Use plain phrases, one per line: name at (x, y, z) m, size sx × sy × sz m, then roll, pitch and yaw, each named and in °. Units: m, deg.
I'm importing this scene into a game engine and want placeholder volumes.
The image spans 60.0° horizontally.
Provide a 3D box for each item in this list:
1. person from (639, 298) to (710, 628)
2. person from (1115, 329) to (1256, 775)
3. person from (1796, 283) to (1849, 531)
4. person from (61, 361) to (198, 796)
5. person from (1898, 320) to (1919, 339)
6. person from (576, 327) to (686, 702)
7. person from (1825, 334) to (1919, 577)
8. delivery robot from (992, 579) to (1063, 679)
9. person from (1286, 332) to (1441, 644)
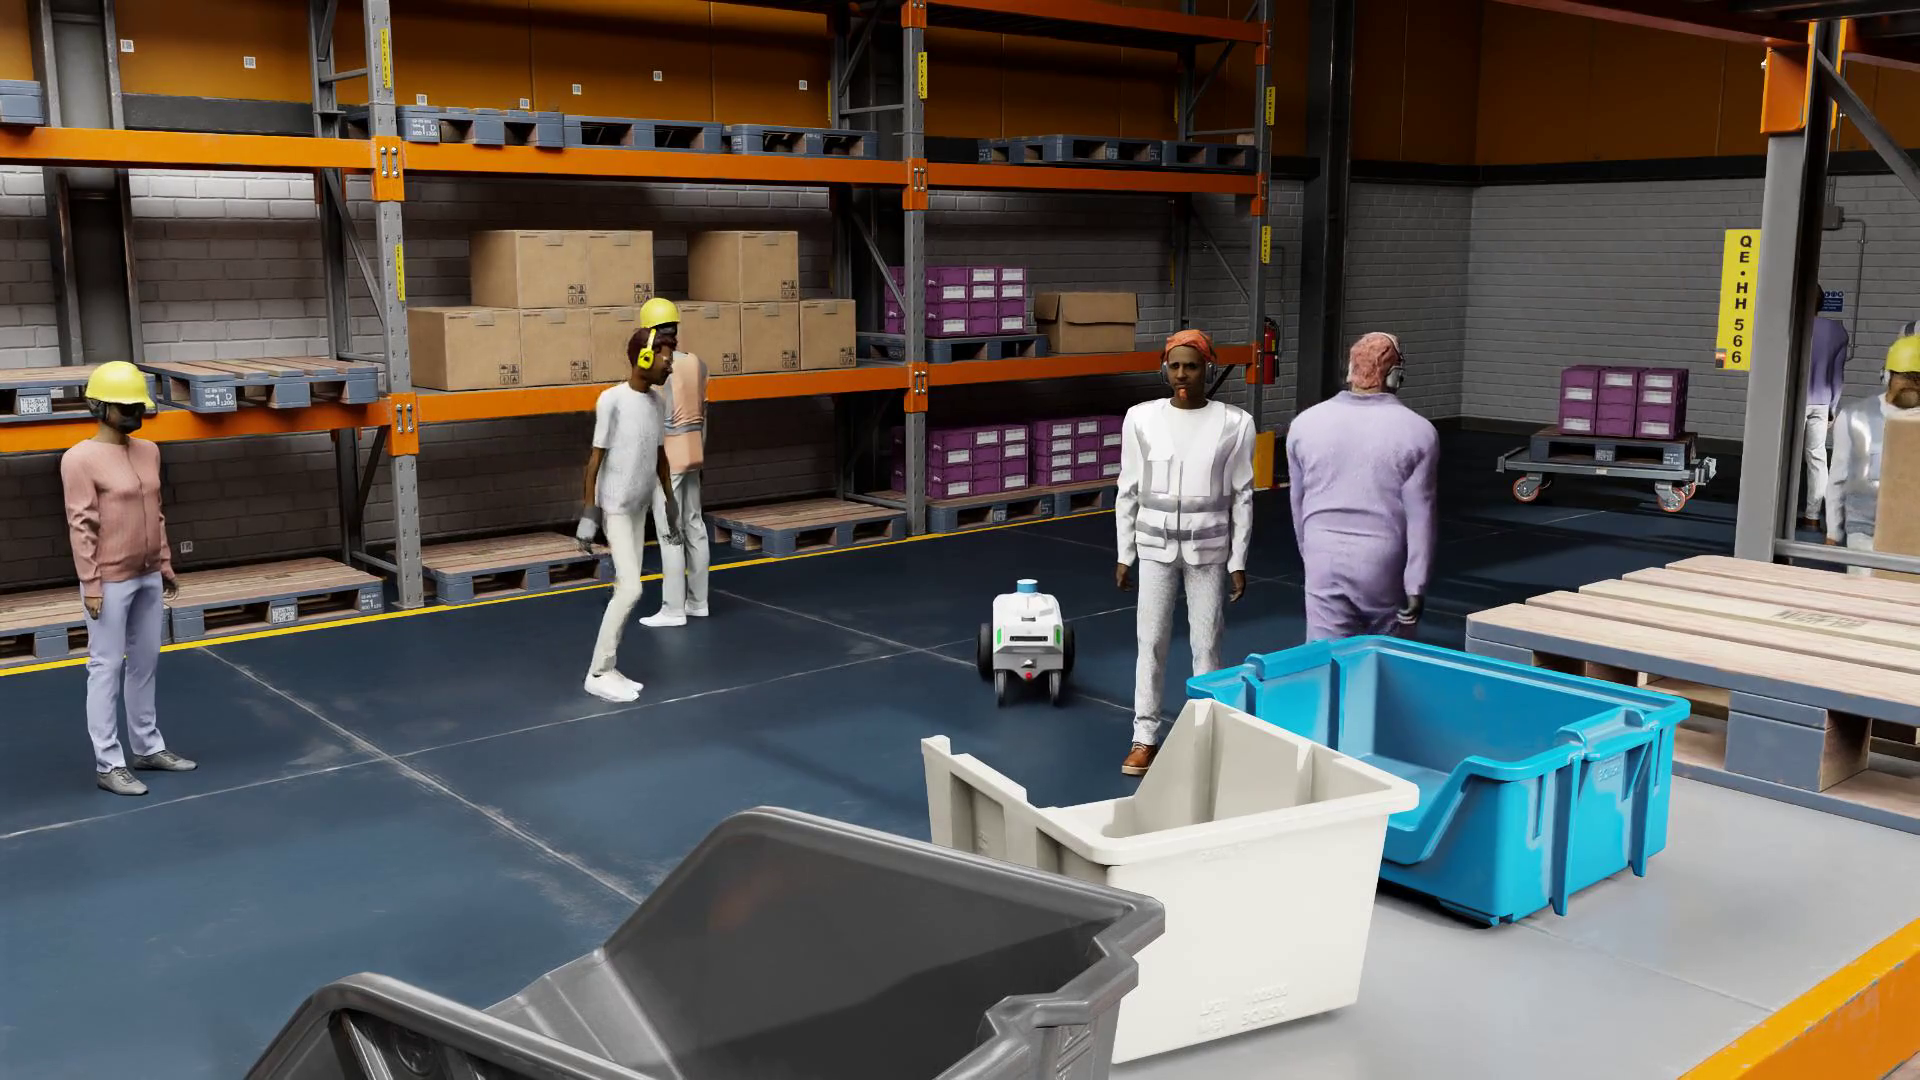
person at (-1.695, -0.443, 9.710) m, size 0.382 × 1.920 × 0.585 m, roll 6°, pitch 12°, yaw 28°
person at (0.930, 0.068, 6.954) m, size 0.576 × 1.882 × 0.355 m, roll 3°, pitch 10°, yaw 15°
person at (6.528, -1.024, 12.912) m, size 0.627 × 1.941 × 0.370 m, roll -1°, pitch 10°, yaw -8°
person at (-3.414, 0.150, 6.830) m, size 0.316 × 1.765 × 0.523 m, roll 2°, pitch 10°, yaw 11°
person at (8.129, -1.206, 13.934) m, size 0.543 × 1.938 × 0.357 m, roll 8°, pitch 13°, yaw 39°
person at (-1.648, -0.131, 8.229) m, size 0.504 × 1.823 × 0.566 m, roll 4°, pitch 11°, yaw 22°
person at (4.461, -0.070, 7.943) m, size 0.600 × 1.836 × 0.537 m, roll 4°, pitch 11°, yaw 21°
delivery robot at (0.335, 0.441, 8.319) m, size 0.477 × 0.478 × 0.707 m, roll 0°, pitch 10°, yaw 1°
person at (1.662, 0.101, 6.766) m, size 0.643 × 1.880 × 0.800 m, roll 6°, pitch 12°, yaw 29°
